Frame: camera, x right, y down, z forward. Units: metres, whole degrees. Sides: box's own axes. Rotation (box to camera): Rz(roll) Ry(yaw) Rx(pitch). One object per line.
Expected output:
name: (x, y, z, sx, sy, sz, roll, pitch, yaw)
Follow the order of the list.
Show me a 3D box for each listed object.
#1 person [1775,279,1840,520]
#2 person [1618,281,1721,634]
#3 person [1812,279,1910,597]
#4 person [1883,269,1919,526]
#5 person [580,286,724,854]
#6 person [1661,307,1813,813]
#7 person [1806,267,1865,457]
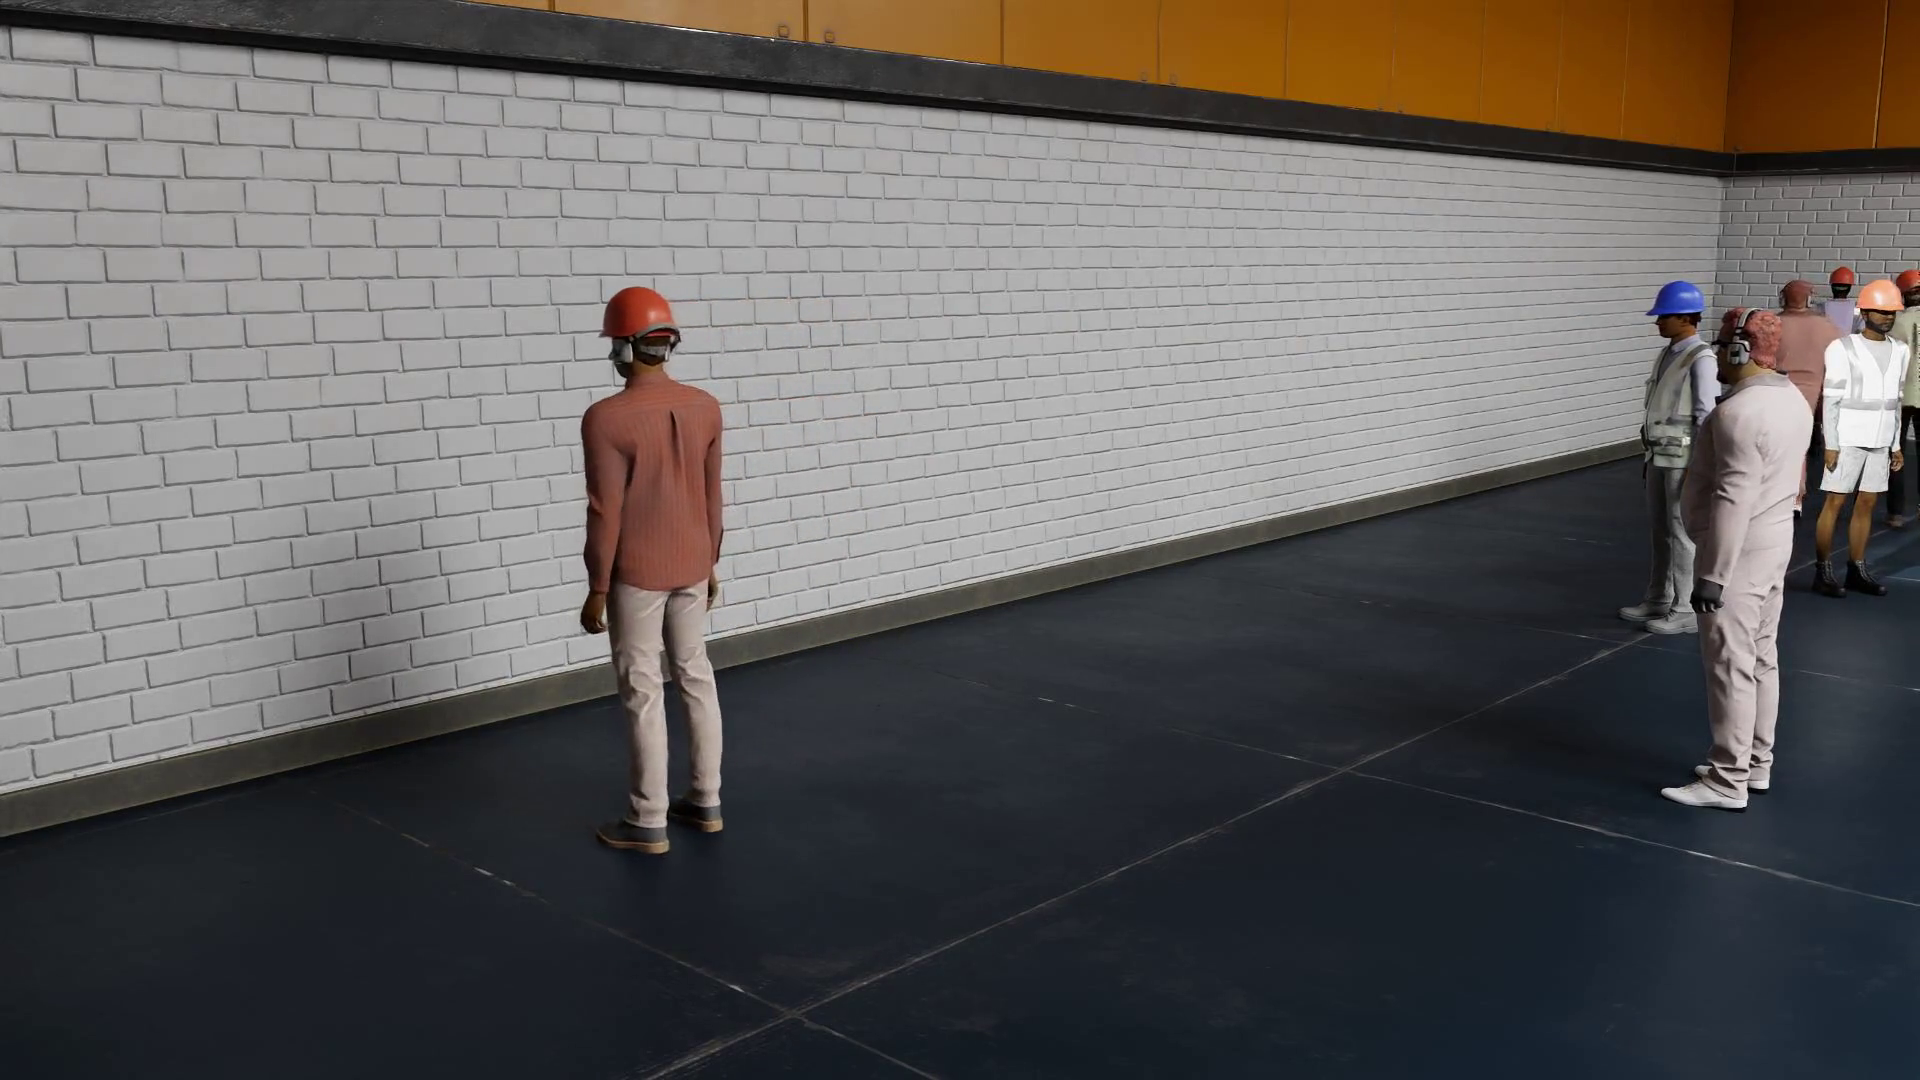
person: (6.331, -1.049, 12.779, 0.656, 1.887, 0.529, 1, 10, 7)
person: (3.964, -0.454, 9.236, 0.394, 1.943, 0.618, 0, 10, -2)
person: (5.527, -0.612, 10.157, 0.543, 1.939, 0.370, -2, 10, -10)
person: (7.274, -1.074, 12.722, 0.638, 1.964, 0.610, 4, 11, 20)
person: (-1.095, 0.108, 5.903, 0.398, 1.991, 0.620, 7, 12, 36)
person: (2.947, 0.074, 6.341, 0.403, 1.906, 0.651, 9, 14, 43)
person: (8.895, -1.798, 16.914, 0.545, 1.938, 0.358, 4, 11, 22)
